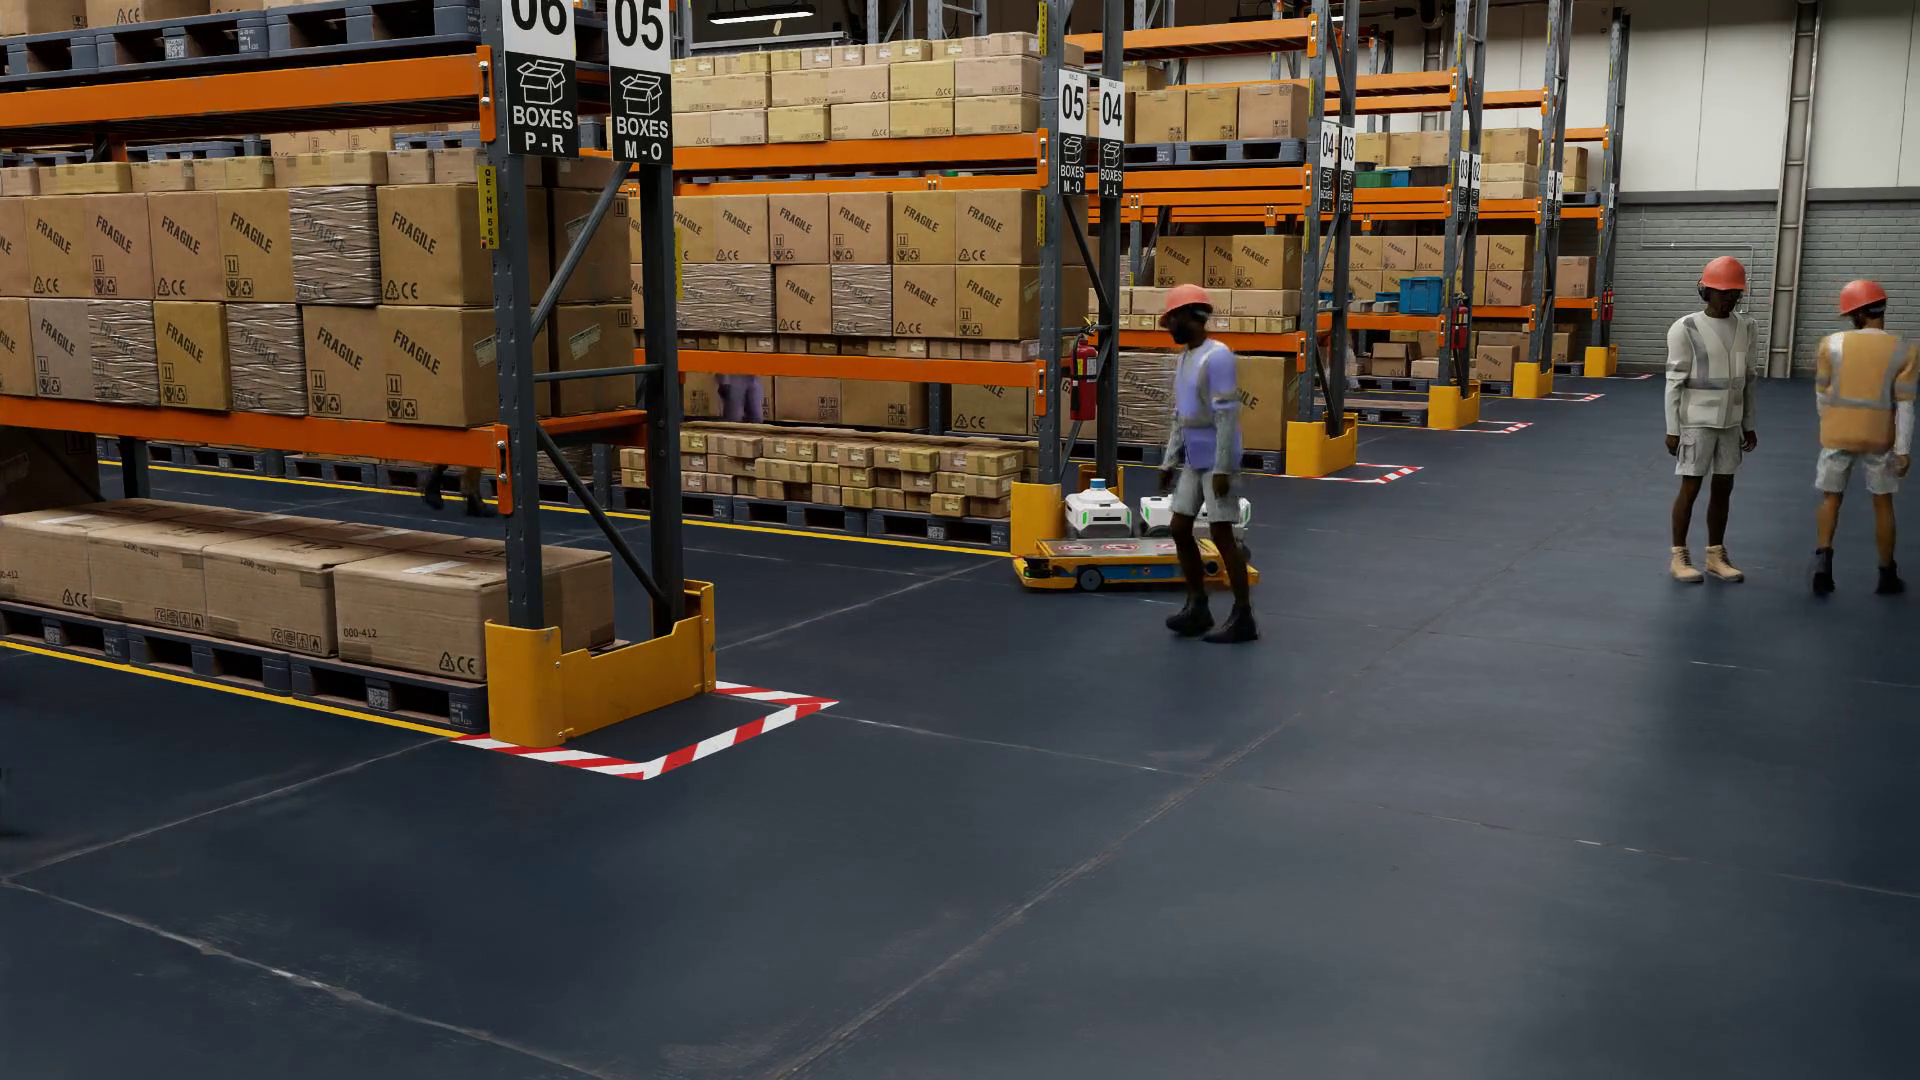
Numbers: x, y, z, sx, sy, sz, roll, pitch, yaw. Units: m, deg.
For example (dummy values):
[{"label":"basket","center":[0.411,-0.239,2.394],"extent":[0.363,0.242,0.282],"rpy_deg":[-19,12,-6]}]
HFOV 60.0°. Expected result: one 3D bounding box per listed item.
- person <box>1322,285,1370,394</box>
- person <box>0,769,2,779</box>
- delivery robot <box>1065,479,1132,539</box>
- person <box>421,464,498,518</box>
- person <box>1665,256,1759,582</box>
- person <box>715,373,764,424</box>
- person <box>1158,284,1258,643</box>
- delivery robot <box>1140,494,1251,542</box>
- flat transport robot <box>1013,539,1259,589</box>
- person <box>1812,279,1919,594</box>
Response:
[{"label":"person","center":[5.670,-2.902,24.270],"extent":[0.763,1.605,0.520],"rpy_deg":[4,10,21]},{"label":"person","center":[-3.744,0.274,5.632],"extent":[0.722,1.612,0.525],"rpy_deg":[-1,10,-7]},{"label":"delivery robot","center":[0.910,-0.164,11.014],"extent":[0.477,0.478,0.707],"rpy_deg":[-1,10,-5]},{"label":"person","center":[-3.895,-1.118,12.887],"extent":[0.569,1.918,0.566],"rpy_deg":[5,11,29]},{"label":"person","center":[4.684,-0.739,10.350],"extent":[0.615,2.031,0.403],"rpy_deg":[-2,10,-13]},{"label":"person","center":[-2.014,-1.460,14.976],"extent":[0.674,1.888,0.663],"rpy_deg":[7,12,34]},{"label":"person","center":[1.306,-0.413,8.859],"extent":[0.486,1.884,0.584],"rpy_deg":[-3,10,-19]},{"label":"delivery robot","center":[1.558,-0.165,11.019],"extent":[0.707,0.478,0.477],"rpy_deg":[0,10,2]},{"label":"flat transport robot","center":[1.078,0.135,10.366],"extent":[1.431,0.197,0.652],"rpy_deg":[-1,10,-5]},{"label":"person","center":[5.388,-0.605,9.933],"extent":[0.563,1.900,0.600],"rpy_deg":[6,12,33]}]
